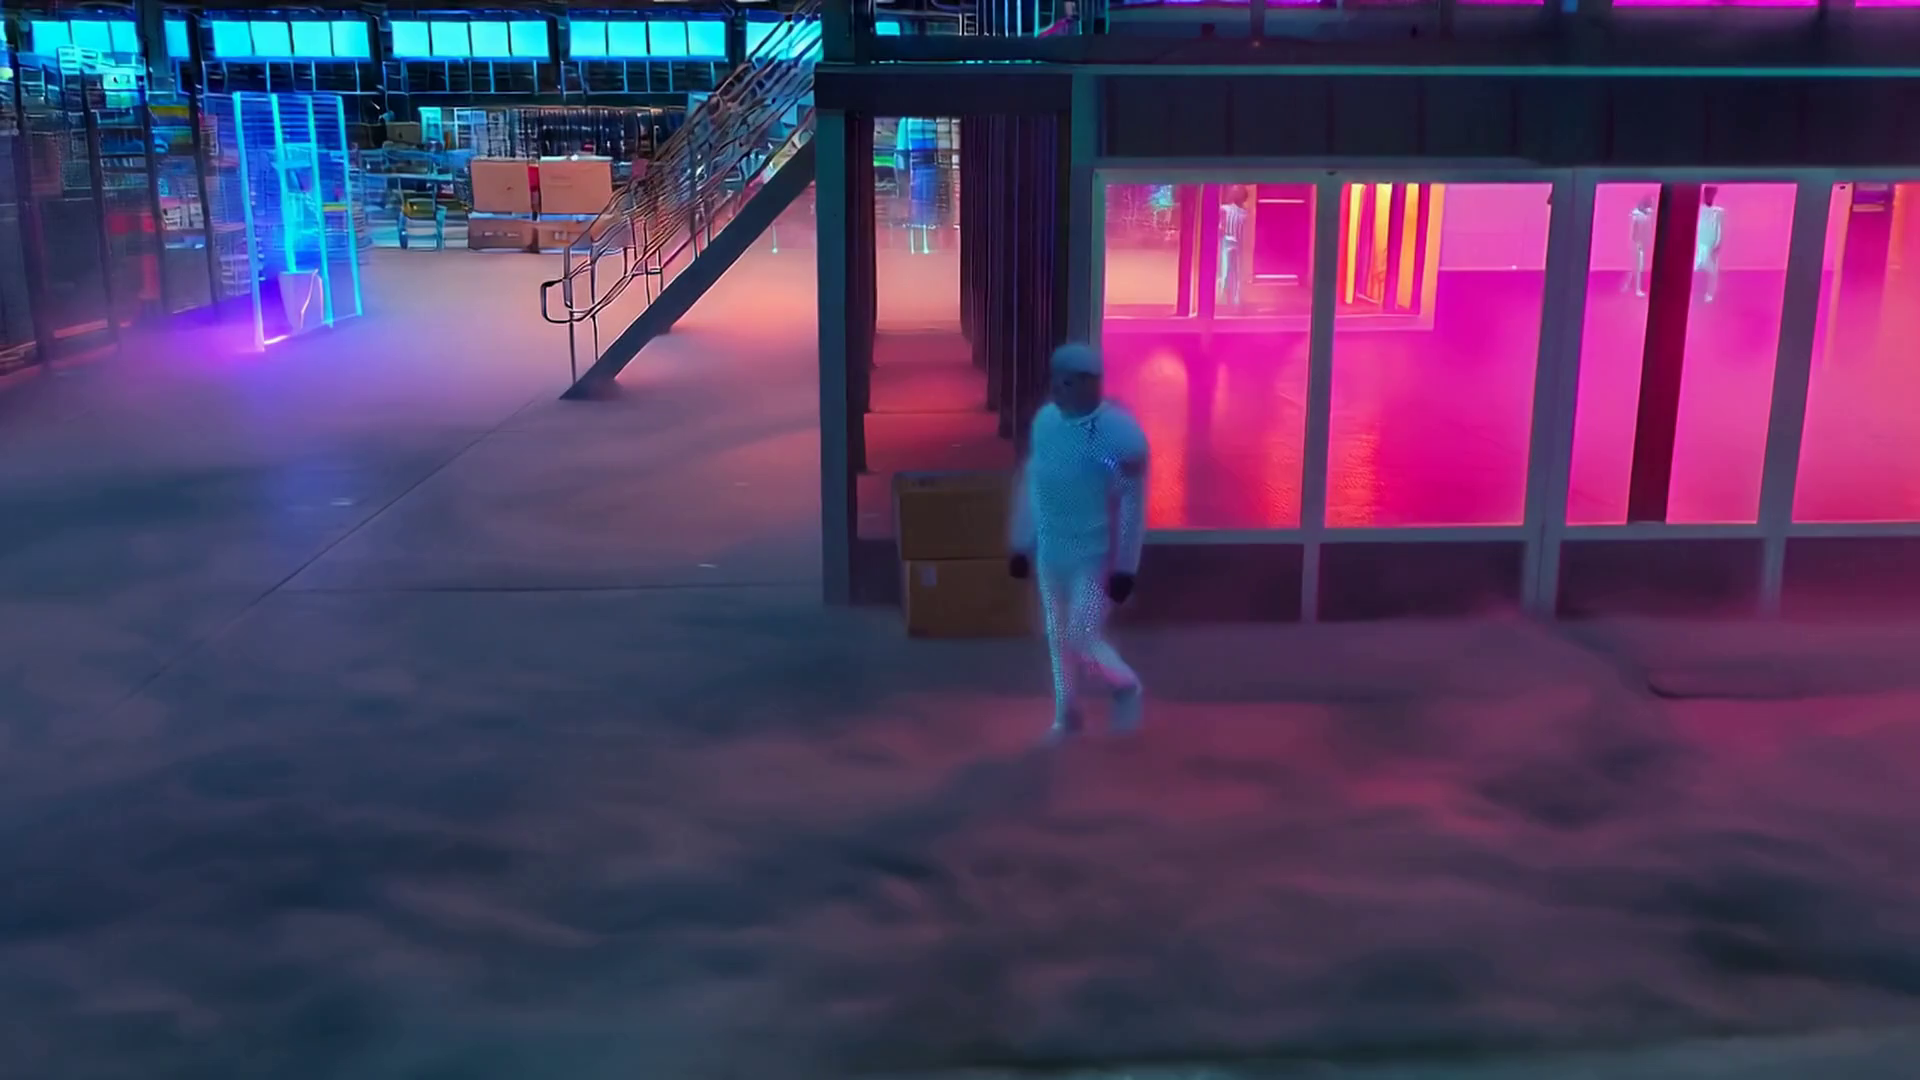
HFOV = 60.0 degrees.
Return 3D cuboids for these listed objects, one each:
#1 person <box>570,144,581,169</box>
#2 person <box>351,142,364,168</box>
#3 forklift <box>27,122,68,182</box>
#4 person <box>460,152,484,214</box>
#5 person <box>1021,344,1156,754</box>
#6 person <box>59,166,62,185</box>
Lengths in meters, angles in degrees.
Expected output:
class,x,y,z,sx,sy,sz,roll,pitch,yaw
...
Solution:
class,x,y,z,sx,sy,sz,roll,pitch,yaw
person,-18.769,-18.490,81.432,0.596,1.791,0.850,-2,14,-7
person,-29.049,-18.209,80.093,0.908,1.910,0.592,10,17,36
forklift,-35.376,-14.773,64.377,1.129,2.768,1.873,-1,14,-2
person,-12.512,-8.938,42.783,0.427,2.027,0.636,12,18,40
person,0.551,0.054,7.260,0.512,1.832,0.637,-10,17,-36
person,-31.231,-12.391,57.407,0.280,1.624,0.493,7,16,27
